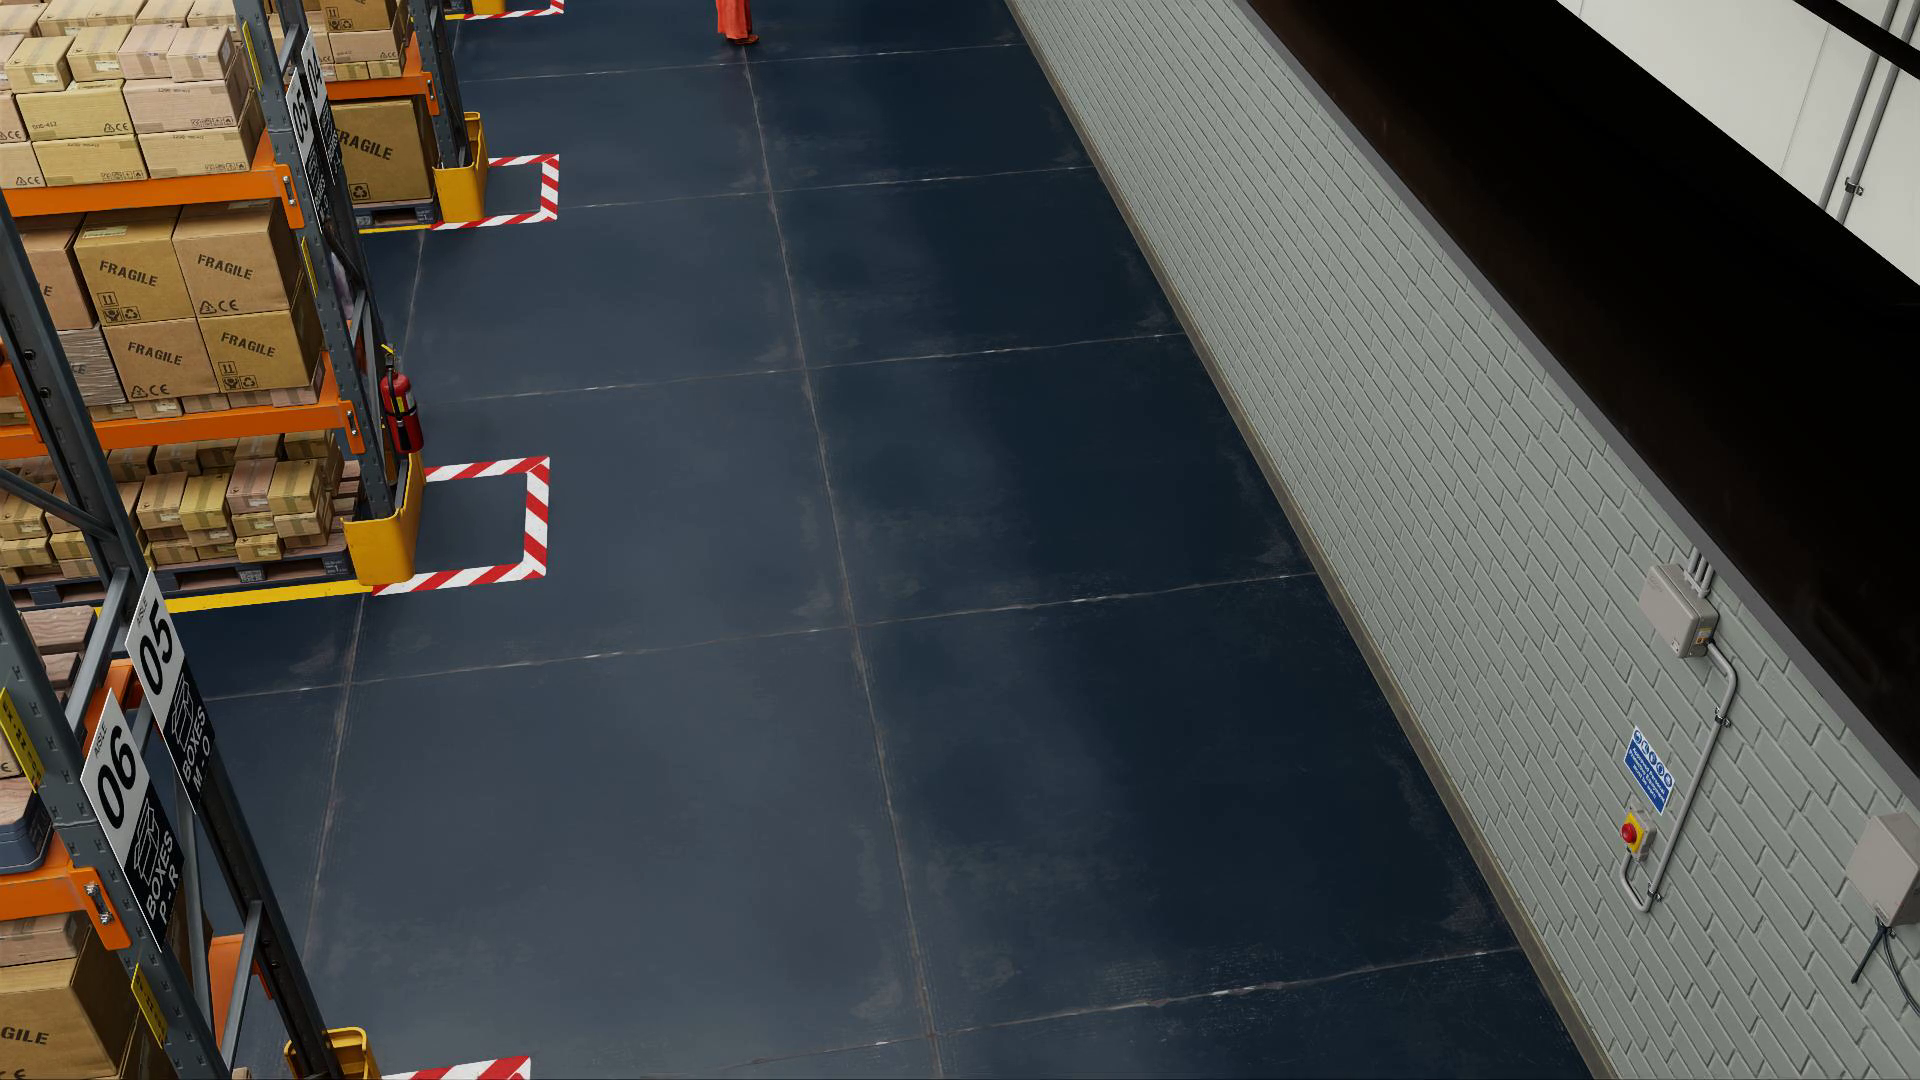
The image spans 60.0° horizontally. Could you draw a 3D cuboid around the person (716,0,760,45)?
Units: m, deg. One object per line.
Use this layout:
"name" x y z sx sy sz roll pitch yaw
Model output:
"person" -2.361 -6.035 17.126 0.711 1.803 0.709 -22 43 -26
